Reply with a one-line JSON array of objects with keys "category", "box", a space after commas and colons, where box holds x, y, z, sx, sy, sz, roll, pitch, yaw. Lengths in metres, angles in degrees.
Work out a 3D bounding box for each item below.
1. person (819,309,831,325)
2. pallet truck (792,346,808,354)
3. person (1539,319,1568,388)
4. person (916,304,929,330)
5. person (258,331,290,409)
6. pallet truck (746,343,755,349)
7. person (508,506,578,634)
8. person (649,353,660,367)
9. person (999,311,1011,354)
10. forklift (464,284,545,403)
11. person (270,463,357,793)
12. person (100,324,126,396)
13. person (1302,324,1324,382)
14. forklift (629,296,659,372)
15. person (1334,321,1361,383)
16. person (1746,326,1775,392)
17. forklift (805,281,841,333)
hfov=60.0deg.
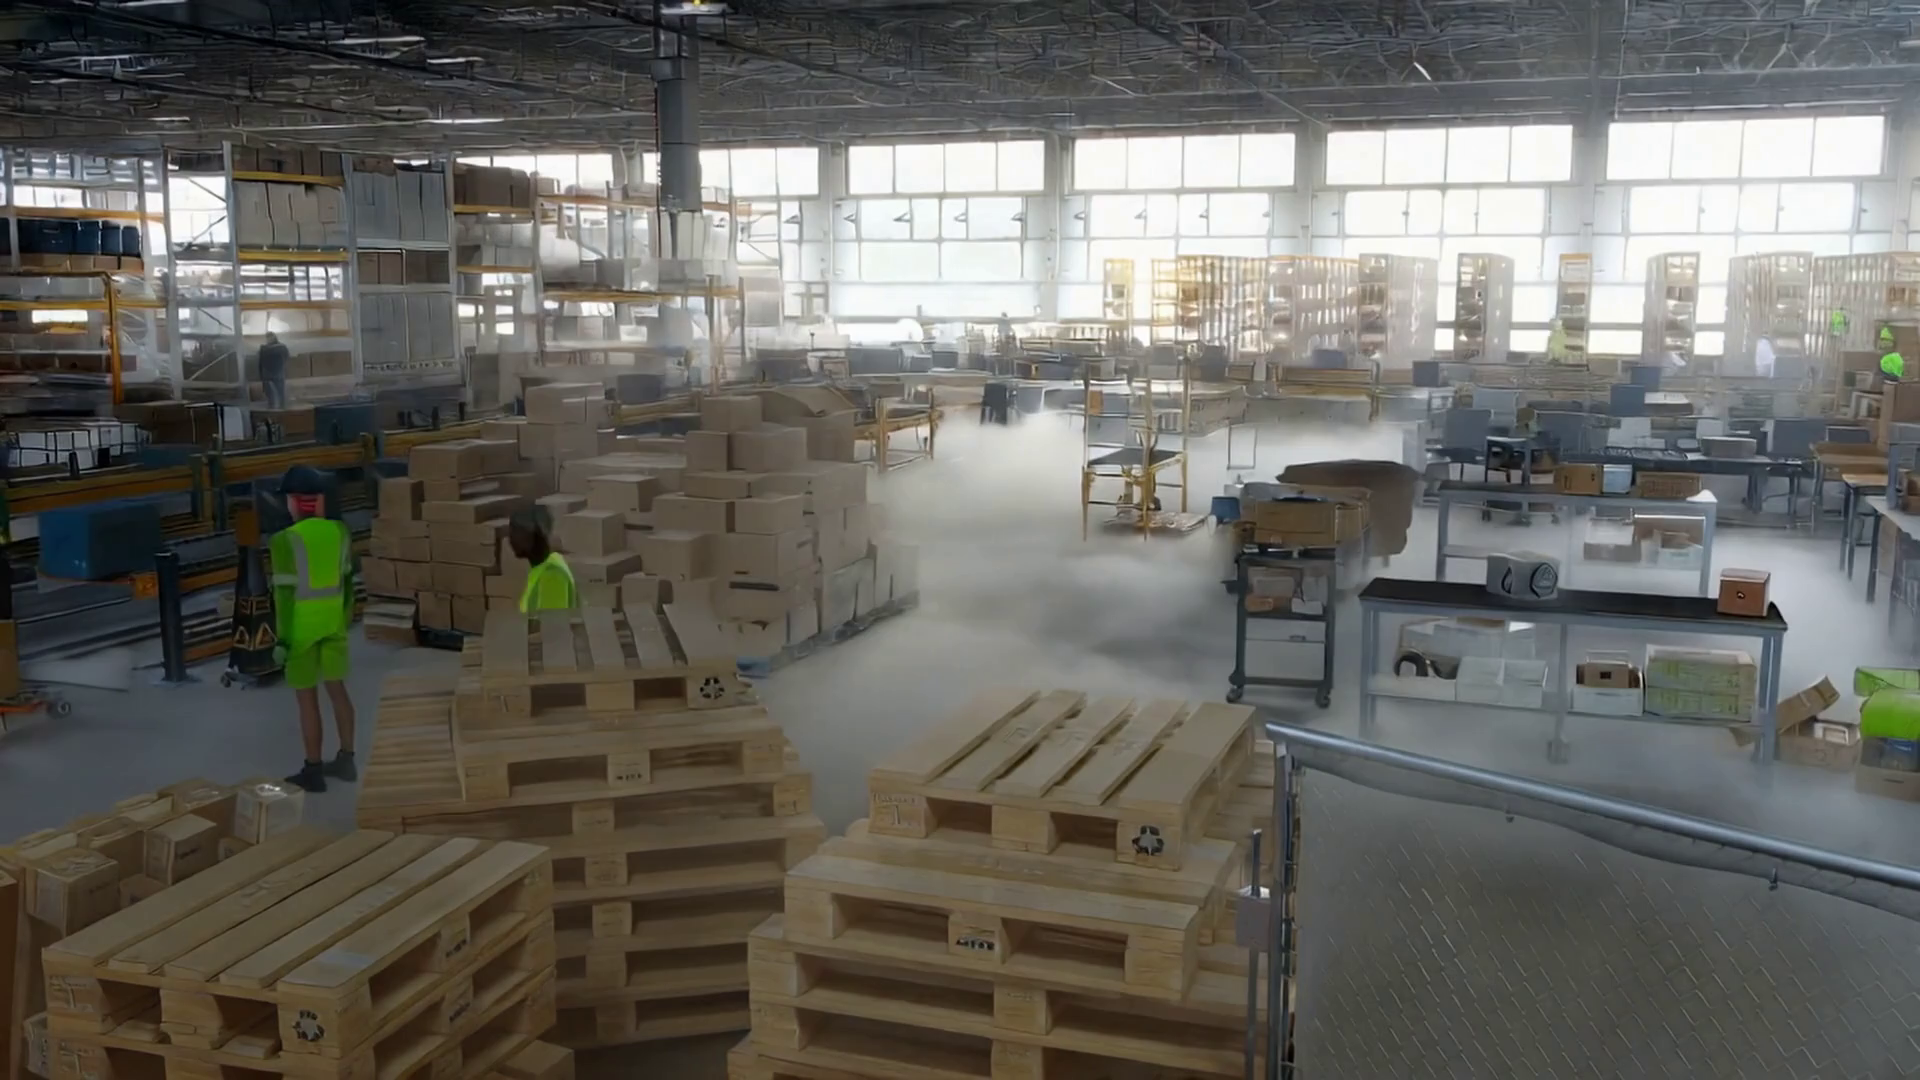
[{"category": "person", "box": [-4.304, -6.423, 53.334, 0.389, 1.949, 0.603, 2, 9, 14]}, {"category": "pallet truck", "box": [-3.705, -4.298, 42.022, 0.653, 1.274, 1.630, 3, 10, 20]}, {"category": "person", "box": [14.921, -4.582, 41.827, 1.054, 1.941, 0.625, 7, 11, 36]}, {"category": "person", "box": [-1.406, -8.371, 65.771, 0.706, 1.886, 0.487, 7, 11, 38]}, {"category": "person", "box": [-14.042, -3.323, 34.000, 0.642, 1.909, 0.399, 1, 9, 5]}, {"category": "pallet truck", "box": [-6.183, -4.618, 44.264, 1.601, 1.201, 0.680, -9, 12, -43]}, {"category": "person", "box": [-2.251, 0.730, 8.778, 0.986, 1.831, 0.598, -2, 9, -15]}, {"category": "person", "box": [-7.996, -4.936, 44.497, 0.602, 1.799, 0.918, 3, 9, 15]}, {"category": "person", "box": [1.660, -7.533, 60.981, 0.485, 1.732, 0.353, -4, 10, -23]}, {"category": "forklift", "box": [-10.832, -4.702, 39.610, 1.129, 2.768, 1.873, 3, 10, 20]}, {"category": "person", "box": [-3.823, 0.515, 9.804, 0.356, 1.937, 0.552, 5, 10, 28]}, {"category": "person", "box": [-21.428, -4.558, 42.056, 0.574, 1.821, 0.800, 3, 10, 19]}, {"category": "person", "box": [8.957, -4.599, 42.318, 0.590, 1.812, 0.642, 2, 9, 13]}, {"category": "forklift", "box": [-9.370, -6.282, 49.532, 1.129, 2.768, 1.873, 3, 10, 20]}, {"category": "person", "box": [9.956, -4.680, 42.713, 0.657, 1.839, 1.044, -8, 12, -42]}, {"category": "person", "box": [19.632, -4.297, 40.492, 0.944, 1.780, 0.608, 3, 10, 18]}, {"category": "forklift", "box": [-5.312, -8.342, 62.468, 1.129, 2.768, 1.873, 3, 10, 20]}]
